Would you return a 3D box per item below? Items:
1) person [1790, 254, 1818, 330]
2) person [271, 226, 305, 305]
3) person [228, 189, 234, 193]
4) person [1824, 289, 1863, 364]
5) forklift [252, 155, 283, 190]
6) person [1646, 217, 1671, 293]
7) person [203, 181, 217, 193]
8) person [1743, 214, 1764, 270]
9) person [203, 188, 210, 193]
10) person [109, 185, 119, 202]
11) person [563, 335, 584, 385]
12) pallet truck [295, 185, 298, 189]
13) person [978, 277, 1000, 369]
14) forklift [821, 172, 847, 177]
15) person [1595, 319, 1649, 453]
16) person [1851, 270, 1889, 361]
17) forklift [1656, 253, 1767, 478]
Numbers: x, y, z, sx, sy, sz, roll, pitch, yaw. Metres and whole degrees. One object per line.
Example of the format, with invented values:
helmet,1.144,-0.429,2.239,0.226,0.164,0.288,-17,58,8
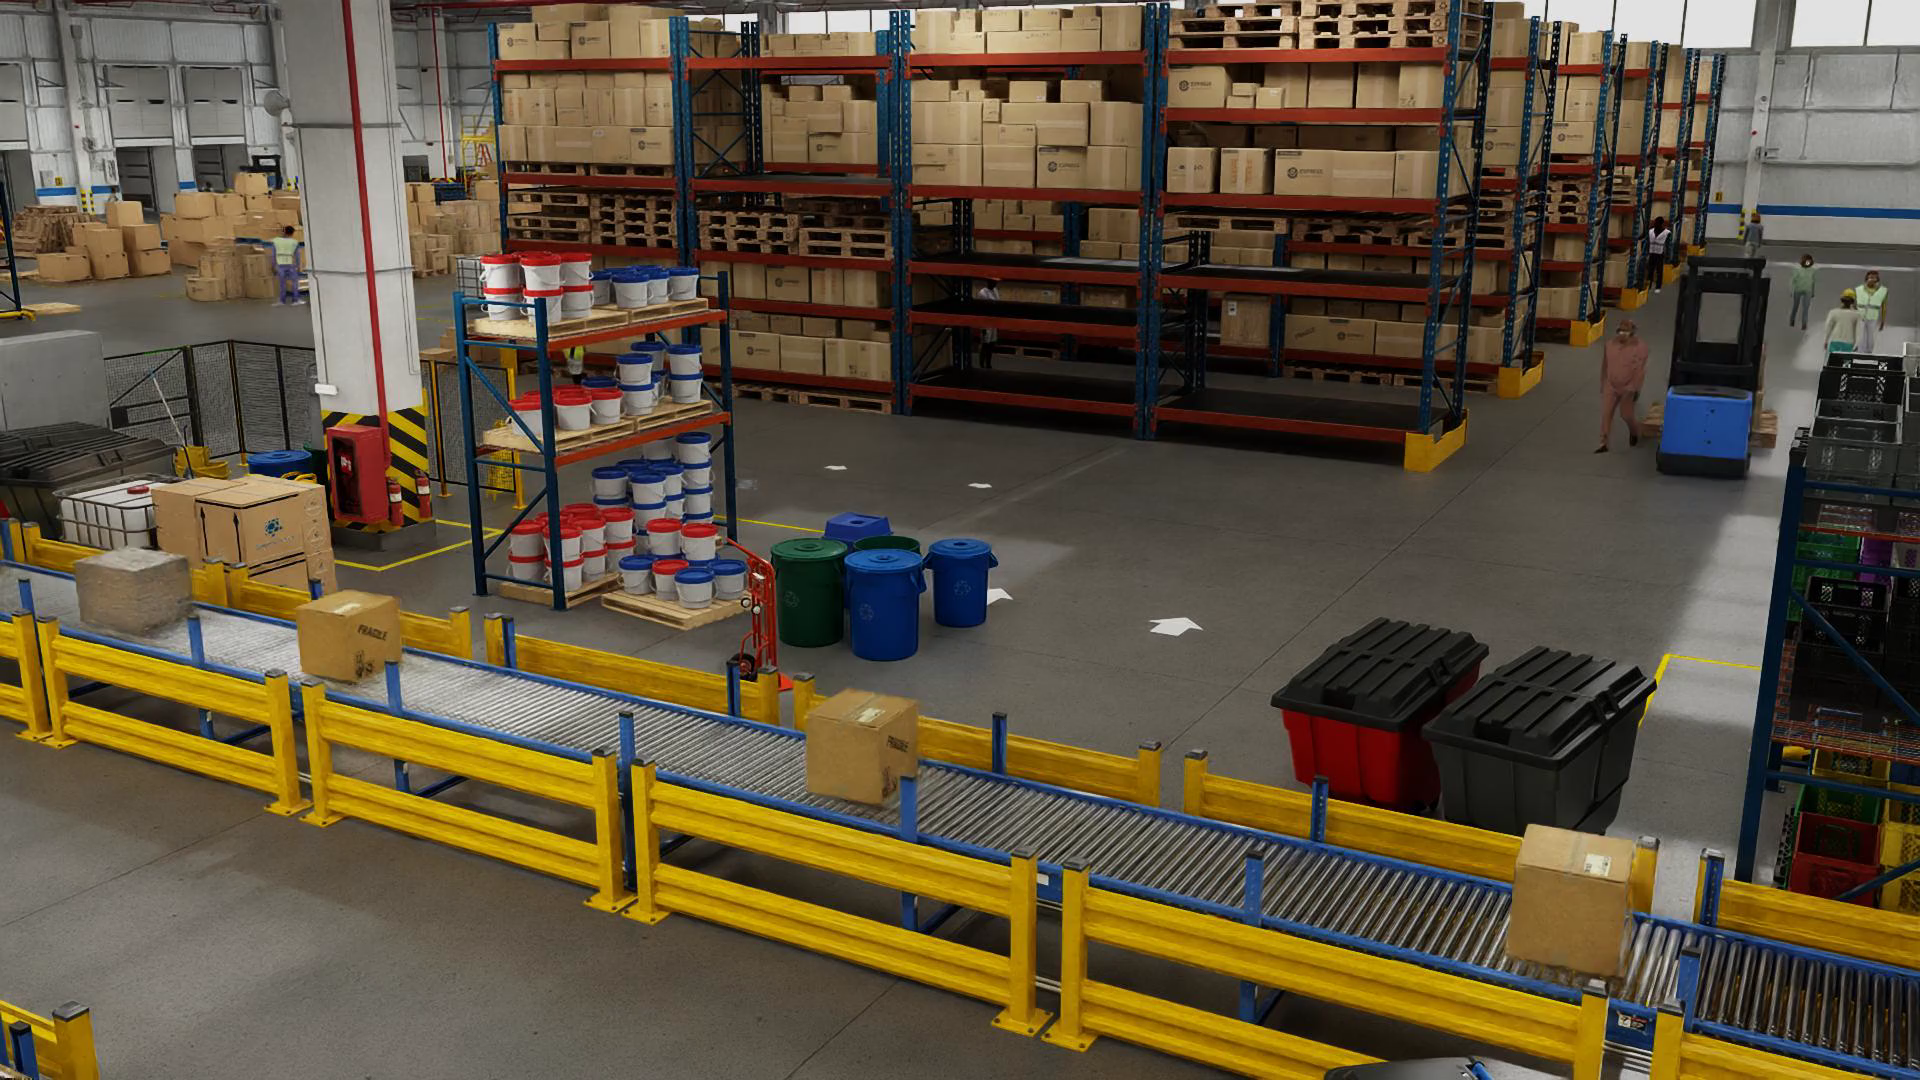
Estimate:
person,18.012,-5.323,35.575,0.514,1.599,0.827,4,15,15
person,-16.032,-6.502,39.487,0.732,1.875,0.381,-5,16,-20
person,-25.342,-11.359,58.018,0.544,1.725,0.496,0,15,2
person,14.658,-3.293,27.649,0.530,1.751,0.597,10,18,32
forklift,-24.902,-12.492,60.060,1.873,2.768,1.129,13,20,40
person,17.650,-7.219,42.091,0.393,1.913,0.590,-12,19,-38
person,-29.739,-13.437,66.005,0.538,1.623,0.382,-5,16,-18
person,22.591,-8.482,47.388,0.518,1.618,0.545,7,16,23
person,-24.753,-10.663,55.008,0.626,1.927,0.545,8,17,26
person,-29.985,-11.660,58.949,0.568,1.830,0.535,-3,15,-12
person,-6.096,-2.896,26.246,0.320,1.698,0.537,-1,15,-4
pallet truck,-26.804,-14.617,69.738,1.885,1.965,0.823,-14,20,-42
person,0.542,-3.788,29.151,0.376,1.934,0.547,8,17,28
forklift,-4.200,-11.419,56.027,1.129,2.768,1.873,8,17,28
person,9.208,-2.149,23.104,0.646,1.877,0.718,13,20,41
person,16.389,-3.975,30.052,0.572,1.830,0.480,8,17,27
forklift,9.976,-2.360,21.971,1.129,2.768,1.873,7,16,25
